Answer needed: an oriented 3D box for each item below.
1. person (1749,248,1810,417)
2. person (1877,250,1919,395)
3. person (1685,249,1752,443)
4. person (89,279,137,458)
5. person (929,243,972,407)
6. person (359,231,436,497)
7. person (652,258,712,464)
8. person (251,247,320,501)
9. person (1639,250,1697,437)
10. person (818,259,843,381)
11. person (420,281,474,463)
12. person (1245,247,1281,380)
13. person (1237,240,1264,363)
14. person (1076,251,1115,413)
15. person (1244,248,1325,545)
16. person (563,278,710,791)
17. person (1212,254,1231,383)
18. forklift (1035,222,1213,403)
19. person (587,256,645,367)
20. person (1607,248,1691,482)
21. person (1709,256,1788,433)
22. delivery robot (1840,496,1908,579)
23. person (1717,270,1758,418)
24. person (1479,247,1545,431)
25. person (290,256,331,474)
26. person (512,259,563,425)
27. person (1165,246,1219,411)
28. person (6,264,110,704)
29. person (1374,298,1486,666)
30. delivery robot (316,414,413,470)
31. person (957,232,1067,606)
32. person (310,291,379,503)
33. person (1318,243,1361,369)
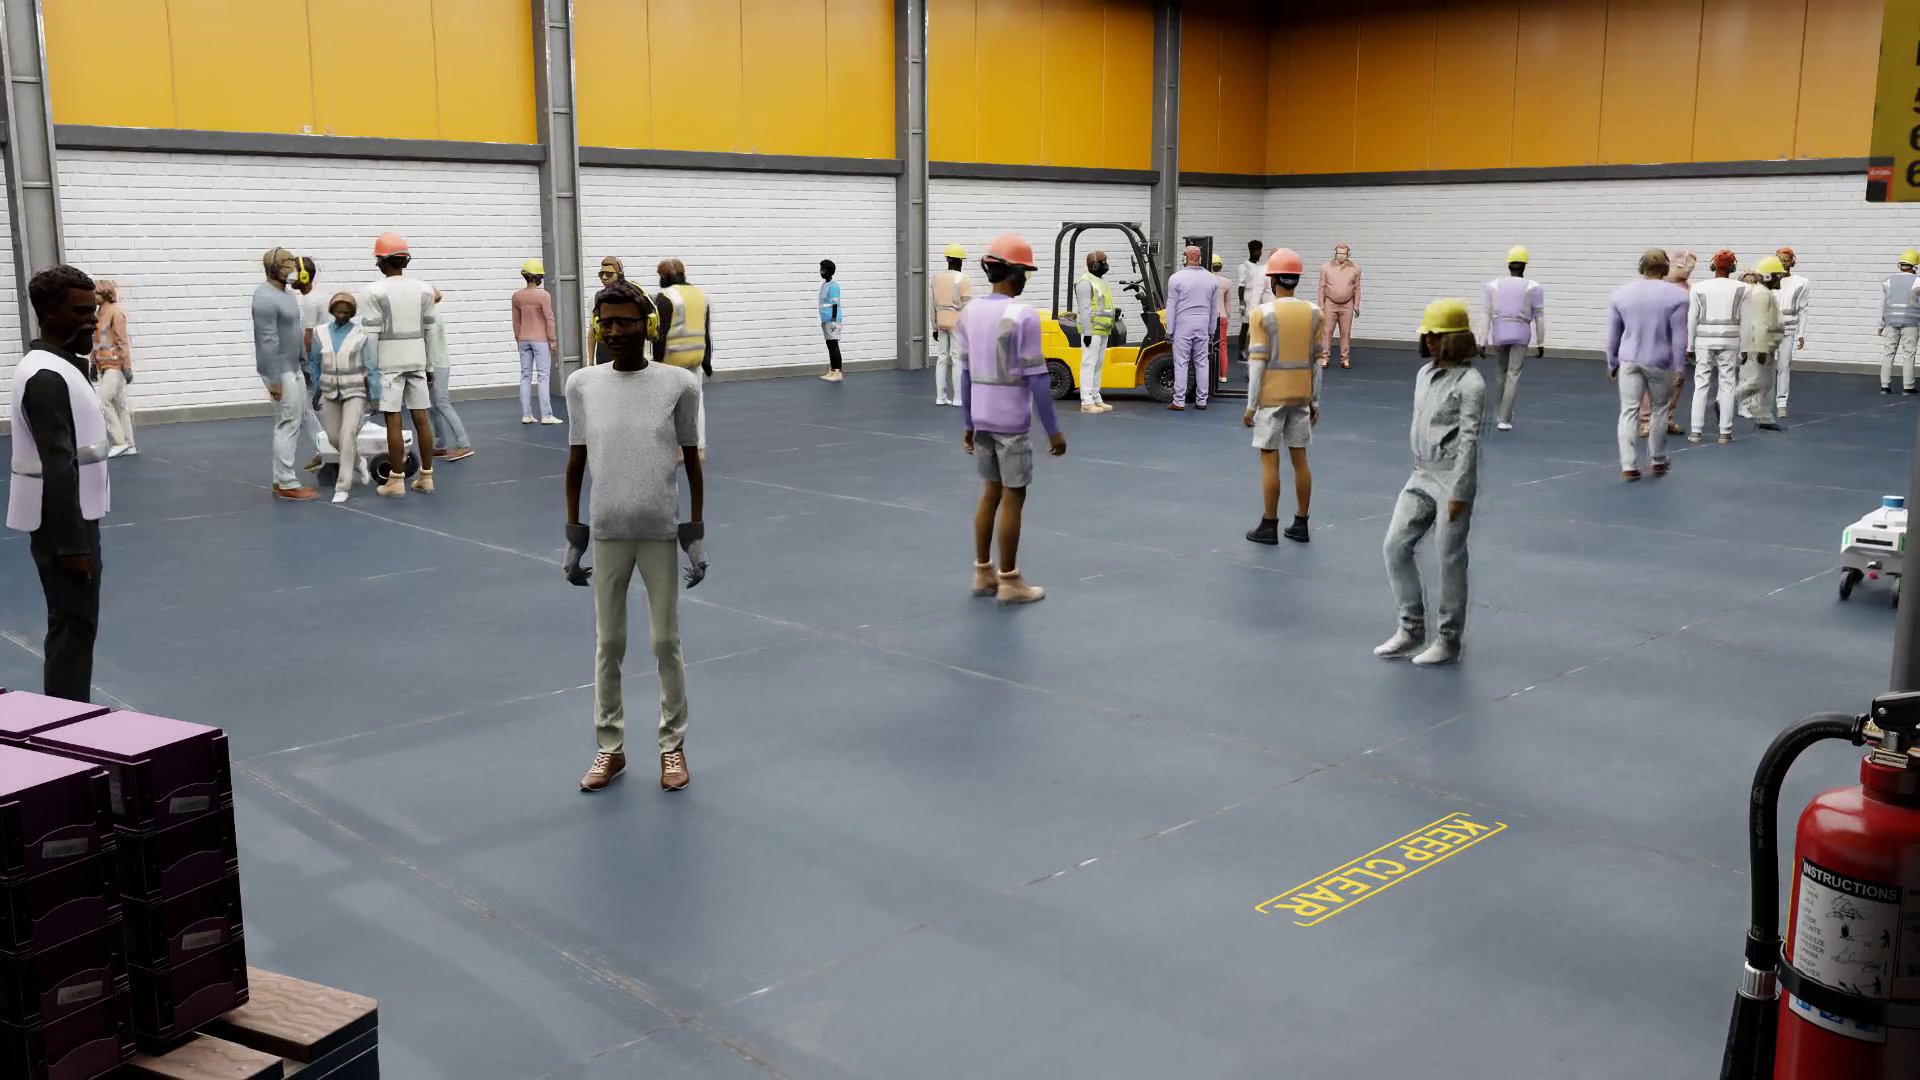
[{"bbox_3d":[9.117,-2.307,18.556,0.573,1.883,0.355,5,12,26],"label":"person"},{"bbox_3d":[11.974,-2.753,21.119,0.404,1.834,0.591,-9,14,-40],"label":"person"},{"bbox_3d":[7.406,-1.887,16.267,0.581,1.882,0.351,5,11,24],"label":"person"},{"bbox_3d":[-7.738,-1.538,15.057,0.547,1.620,0.488,9,14,41],"label":"person"},{"bbox_3d":[-0.082,-2.539,19.700,0.594,1.924,0.382,8,13,37],"label":"person"},{"bbox_3d":[-4.355,-1.353,12.905,0.368,2.048,0.607,9,14,40],"label":"person"},{"bbox_3d":[-2.440,-1.589,14.818,0.490,1.823,0.728,6,12,31],"label":"person"},{"bbox_3d":[-5.148,-1.259,12.693,0.419,1.930,0.648,-1,10,-7],"label":"person"},{"bbox_3d":[7.099,-1.965,16.758,0.726,1.879,0.435,-2,11,-13],"label":"person"},{"bbox_3d":[-1.805,-3.051,23.143,0.320,1.694,0.535,-4,11,-19],"label":"person"},{"bbox_3d":[-4.665,-1.511,14.960,0.460,1.612,0.699,-4,11,-19],"label":"person"},{"bbox_3d":[4.287,-3.105,22.996,0.421,1.859,0.762,8,13,37],"label":"person"},{"bbox_3d":[4.639,-3.785,26.440,0.611,1.952,0.392,-10,14,-42],"label":"person"},{"bbox_3d":[1.562,-2.382,19.072,0.429,1.847,0.627,5,11,25],"label":"person"},{"bbox_3d":[2.110,-0.937,10.935,0.551,1.934,0.373,-4,11,-20],"label":"person"},{"bbox_3d":[-1.183,-0.008,6.055,0.536,1.869,0.314,0,10,-1],"label":"person"},{"bbox_3d":[3.455,-3.015,22.737,0.527,1.767,0.331,-4,11,-21],"label":"person"},{"bbox_3d":[1.935,-2.847,20.651,2.313,2.155,1.214,2,11,13],"label":"forklift"},{"bbox_3d":[-2.977,-1.527,14.406,0.511,1.844,0.328,2,11,10],"label":"person"},{"bbox_3d":[5.735,-1.457,13.843,0.655,1.906,0.900,7,12,33],"label":"person"},{"bbox_3d":[8.188,-2.008,17.107,0.676,1.817,0.602,6,12,29],"label":"person"},{"bbox_3d":[5.243,-0.006,9.376,0.477,0.478,0.707,9,14,41],"label":"delivery robot"},{"bbox_3d":[8.663,-2.162,18.431,0.523,1.638,0.310,0,10,2],"label":"person"},{"bbox_3d":[5.829,-2.111,17.456,0.618,1.884,0.926,6,12,32],"label":"person"},{"bbox_3d":[-5.479,-1.465,14.066,0.502,1.844,0.506,-5,11,-24],"label":"person"},{"bbox_3d":[-4.543,-2.113,17.815,0.524,1.770,0.315,5,11,24],"label":"person"},{"bbox_3d":[2.662,-2.442,19.253,0.644,1.903,0.401,-4,11,-20],"label":"person"},{"bbox_3d":[-3.286,-0.042,6.114,0.372,1.915,0.596,-5,12,-26],"label":"person"},{"bbox_3d":[2.182,-0.255,7.747,0.490,1.726,0.513,-4,11,-19],"label":"person"},{"bbox_3d":[-4.864,-0.783,13.587,0.707,0.478,0.477,0,10,-3],"label":"delivery robot"},{"bbox_3d":[0.262,-0.650,9.115,0.408,2.037,0.623,-7,13,-35],"label":"person"},{"bbox_3d":[-4.708,-1.116,12.820,0.544,1.607,0.669,1,10,6],"label":"person"},{"bbox_3d":[5.761,-3.546,25.266,0.639,1.902,0.407,1,10,5],"label":"person"}]
